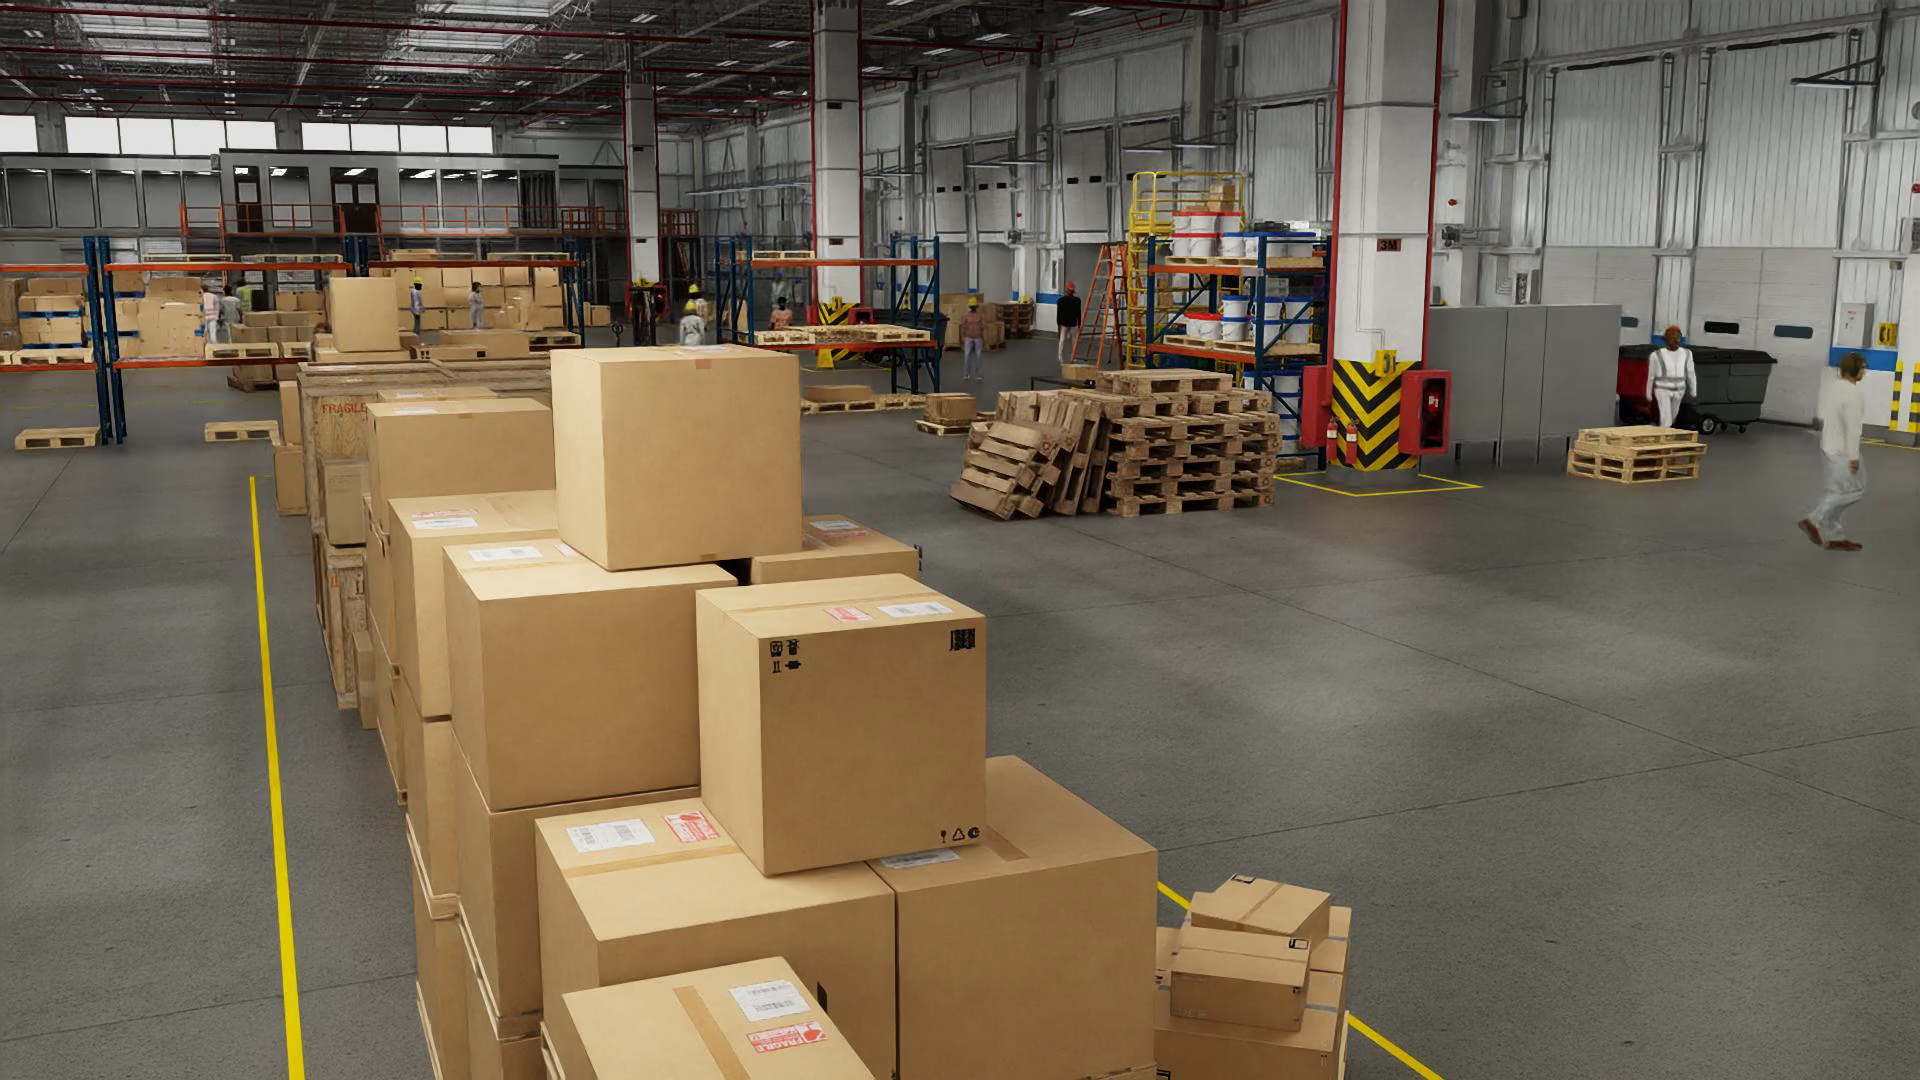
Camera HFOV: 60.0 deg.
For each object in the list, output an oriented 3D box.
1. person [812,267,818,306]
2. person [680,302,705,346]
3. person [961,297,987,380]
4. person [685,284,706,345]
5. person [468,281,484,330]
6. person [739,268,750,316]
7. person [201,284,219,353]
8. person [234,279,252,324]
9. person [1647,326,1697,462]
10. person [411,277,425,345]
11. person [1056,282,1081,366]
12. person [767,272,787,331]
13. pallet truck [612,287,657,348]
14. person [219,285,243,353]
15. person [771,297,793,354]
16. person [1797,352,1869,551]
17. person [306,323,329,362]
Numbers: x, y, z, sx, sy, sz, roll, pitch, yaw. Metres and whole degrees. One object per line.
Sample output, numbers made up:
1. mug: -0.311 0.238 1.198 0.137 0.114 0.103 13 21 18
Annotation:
1. person: -5.236 -9.178 61.804 0.896 1.971 0.621 6 12 29
2. person: -5.537 -4.045 34.225 0.486 1.702 0.881 3 11 17
3. person: 0.303 -4.281 35.407 0.540 1.749 0.384 0 10 1
4. person: -6.353 -5.219 40.156 0.594 1.904 0.793 5 12 27
5. person: -12.053 -5.488 41.529 0.372 1.940 0.627 0 10 1
6. person: -8.243 -9.491 63.754 0.590 1.895 0.906 -10 14 -44
7. person: -19.732 -5.784 43.504 0.710 1.812 0.665 9 14 42
8. person: -21.418 -6.882 49.606 0.979 1.789 0.651 4 11 20
9. person: 9.534 -1.970 22.427 0.571 1.851 0.959 -1 10 -4
10. person: -15.095 -6.356 46.346 0.384 1.924 0.593 -3 11 -15
11. person: 2.577 -5.095 39.251 0.610 1.985 0.414 -3 11 -16
12. person: -5.882 -7.675 53.677 0.643 1.897 0.969 5 11 24
13. pallet truck: -6.464 -4.406 35.401 0.823 1.965 1.885 6 12 32
14. person: -18.176 -5.419 41.439 0.560 1.825 0.946 -5 11 -26
15. person: -4.046 -4.714 38.019 0.538 1.671 0.783 -3 11 -15
16. person: 8.409 -0.835 15.912 0.536 1.929 0.646 2 10 8
17. person: -9.175 -2.239 24.014 0.511 1.781 0.980 -1 10 -6
